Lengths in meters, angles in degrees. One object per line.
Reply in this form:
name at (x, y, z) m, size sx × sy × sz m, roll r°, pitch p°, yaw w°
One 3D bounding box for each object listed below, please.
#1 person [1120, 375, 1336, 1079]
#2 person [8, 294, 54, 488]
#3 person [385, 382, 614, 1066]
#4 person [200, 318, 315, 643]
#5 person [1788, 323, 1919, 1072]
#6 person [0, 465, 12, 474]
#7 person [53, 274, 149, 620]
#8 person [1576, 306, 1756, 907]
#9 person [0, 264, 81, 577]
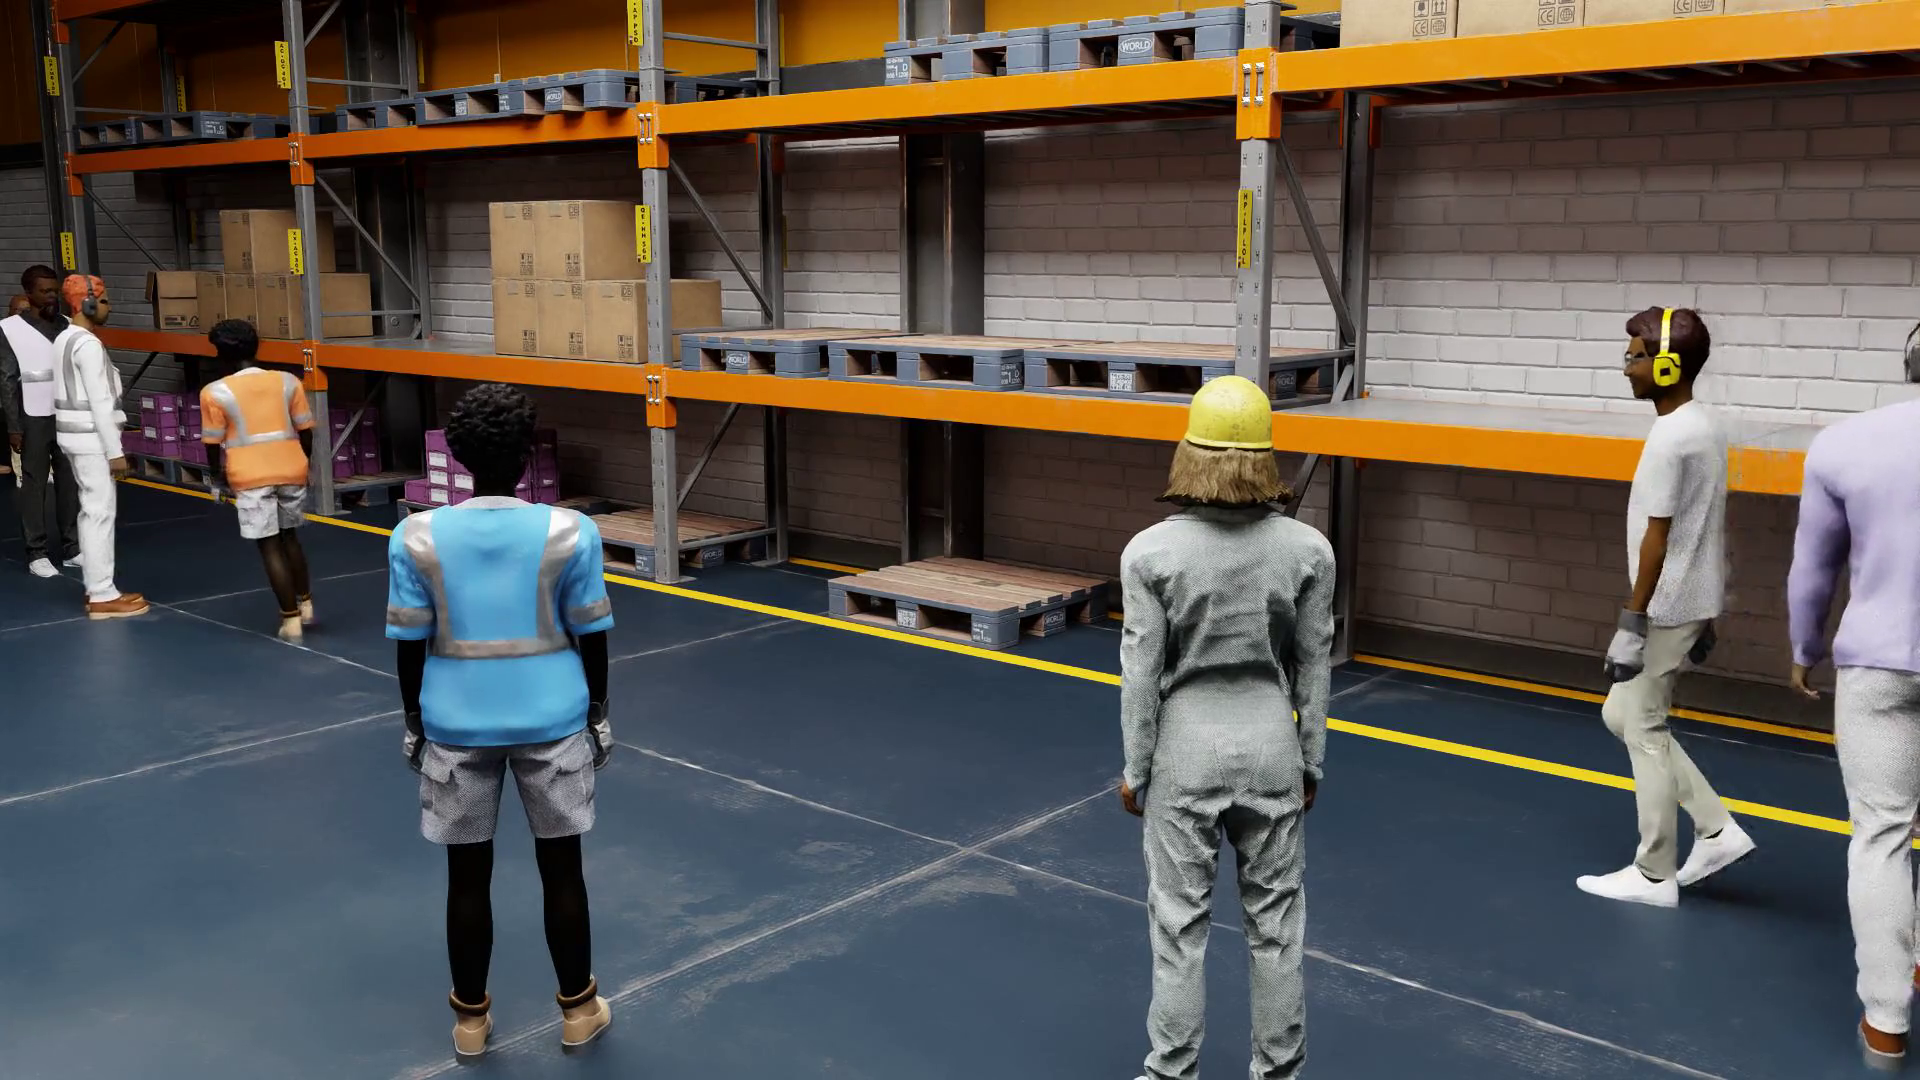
person at (0.593, 0.501, 3.775) m, size 0.486 × 1.744 × 0.294 m, roll -1°, pitch 10°, yaw -5°
person at (-7.910, -1.267, 14.151) m, size 0.275 × 1.632 × 0.507 m, roll 8°, pitch 13°, yaw 40°
person at (-1.124, 0.460, 4.132) m, size 0.540 × 1.697 × 0.318 m, roll -1°, pitch 10°, yaw -8°
person at (-3.610, -0.303, 8.585) m, size 0.589 × 1.654 × 0.549 m, roll 9°, pitch 13°, yaw 42°
person at (2.487, 0.326, 4.304) m, size 0.641 × 1.897 × 0.876 m, roll 5°, pitch 11°, yaw 27°
person at (-8.698, -1.560, 14.665) m, size 0.537 × 2.000 × 0.682 m, roll 0°, pitch 10°, yaw -2°
person at (-4.737, -0.505, 9.125) m, size 0.374 × 1.880 × 0.586 m, roll -8°, pitch 13°, yaw -37°
person at (2.127, 0.229, 5.025) m, size 0.417 × 1.852 × 0.495 m, roll 6°, pitch 12°, yaw 32°
person at (-5.671, -0.739, 10.357) m, size 0.393 × 1.912 × 0.591 m, roll 5°, pitch 11°, yaw 25°
